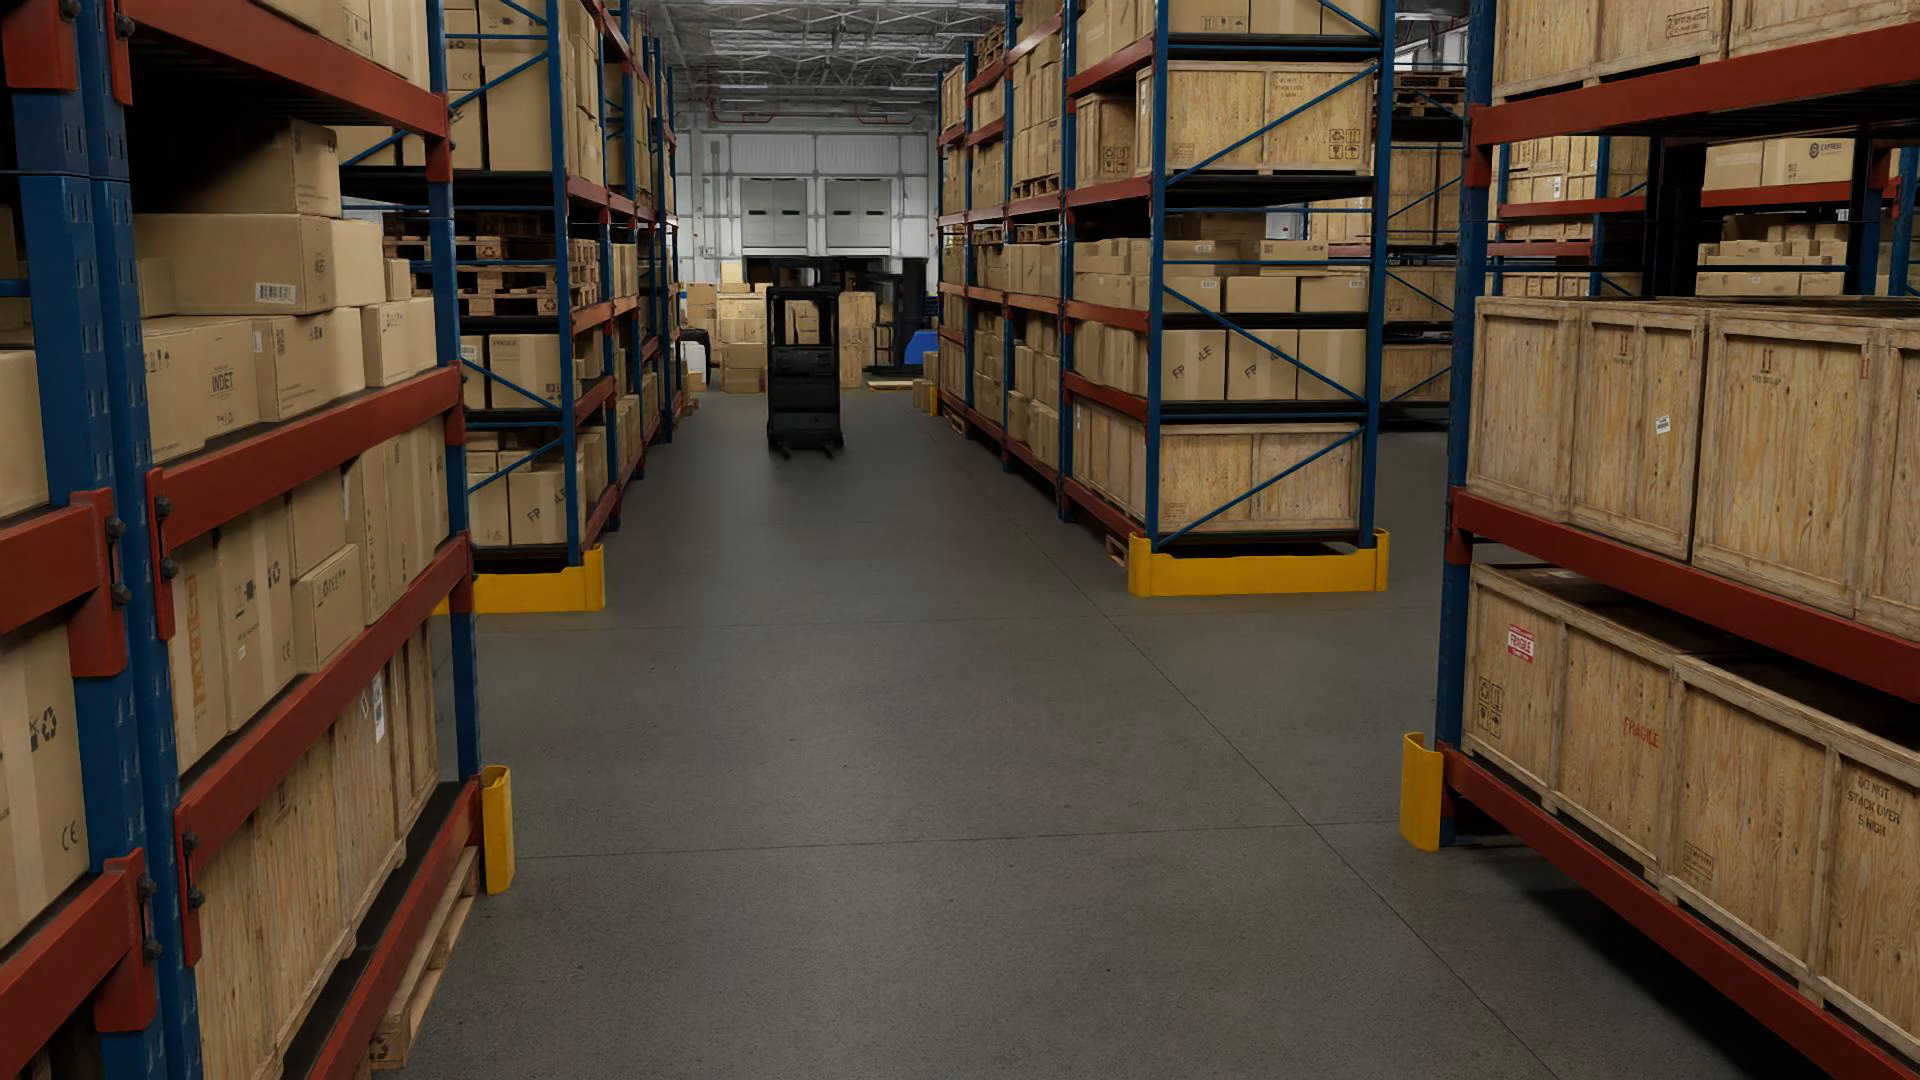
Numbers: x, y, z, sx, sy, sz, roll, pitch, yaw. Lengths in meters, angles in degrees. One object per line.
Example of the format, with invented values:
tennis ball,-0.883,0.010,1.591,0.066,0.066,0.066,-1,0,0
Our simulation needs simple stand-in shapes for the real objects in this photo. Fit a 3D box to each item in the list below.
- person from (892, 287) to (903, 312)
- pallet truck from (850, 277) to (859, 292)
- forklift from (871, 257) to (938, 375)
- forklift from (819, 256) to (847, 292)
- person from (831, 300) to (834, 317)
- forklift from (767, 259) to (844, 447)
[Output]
person,-1.825,-6.791,50.904,0.546,1.917,0.771,-4,11,-23
pallet truck,-3.782,-9.391,65.808,1.885,1.965,0.823,2,10,10
forklift,-1.041,-5.314,39.502,1.873,2.768,1.129,3,10,18
forklift,-4.357,-8.382,57.366,1.129,2.768,1.873,-6,12,-33
person,-4.307,-7.415,54.512,0.628,1.931,0.383,4,11,23
forklift,-2.411,-2.905,25.476,1.129,2.768,1.873,-1,10,-7
